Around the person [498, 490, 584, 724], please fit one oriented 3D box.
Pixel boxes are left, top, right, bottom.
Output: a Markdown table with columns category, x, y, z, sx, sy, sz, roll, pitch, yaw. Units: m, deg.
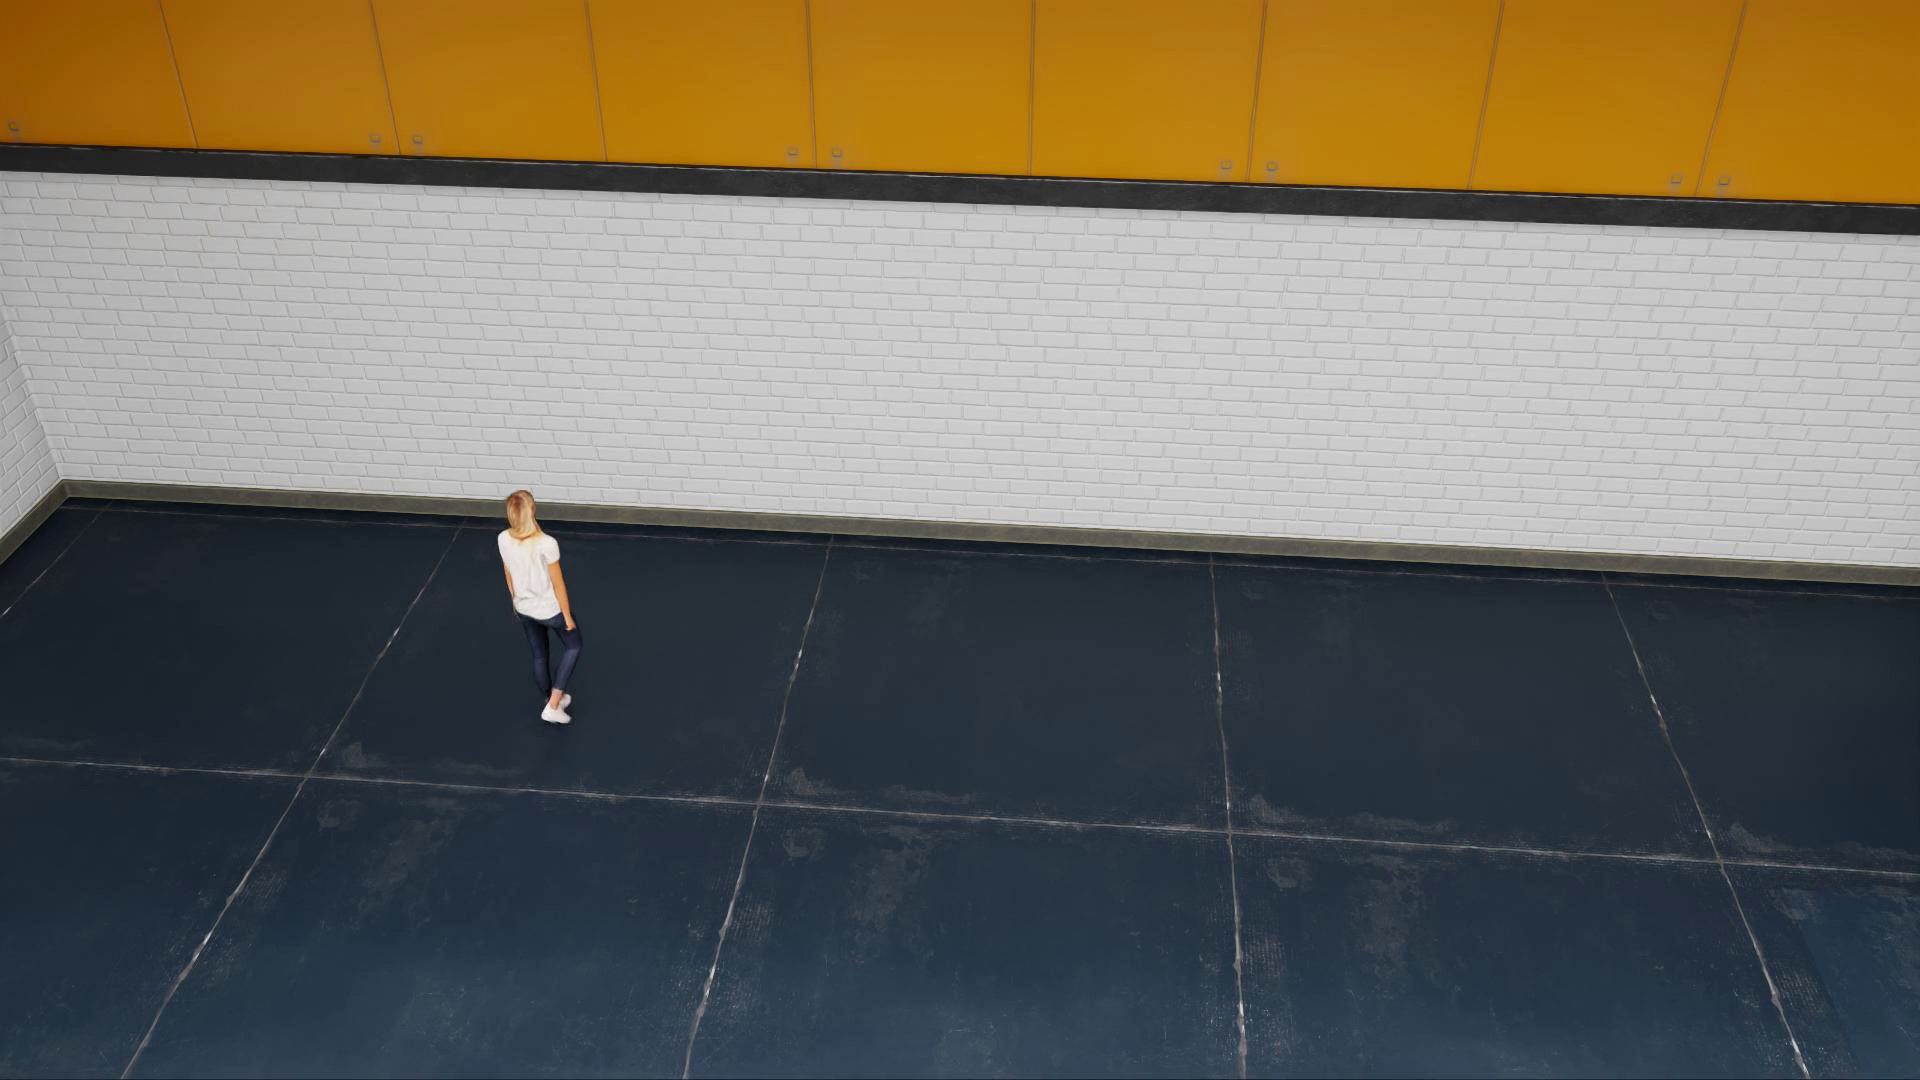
| category | x | y | z | sx | sy | sz | roll | pitch | yaw |
| --- | --- | --- | --- | --- | --- | --- | --- | --- | --- |
| person | -2.763 | 0.510 | 10.833 | 0.689 | 1.803 | 0.748 | 10 | 35 | 15 |
